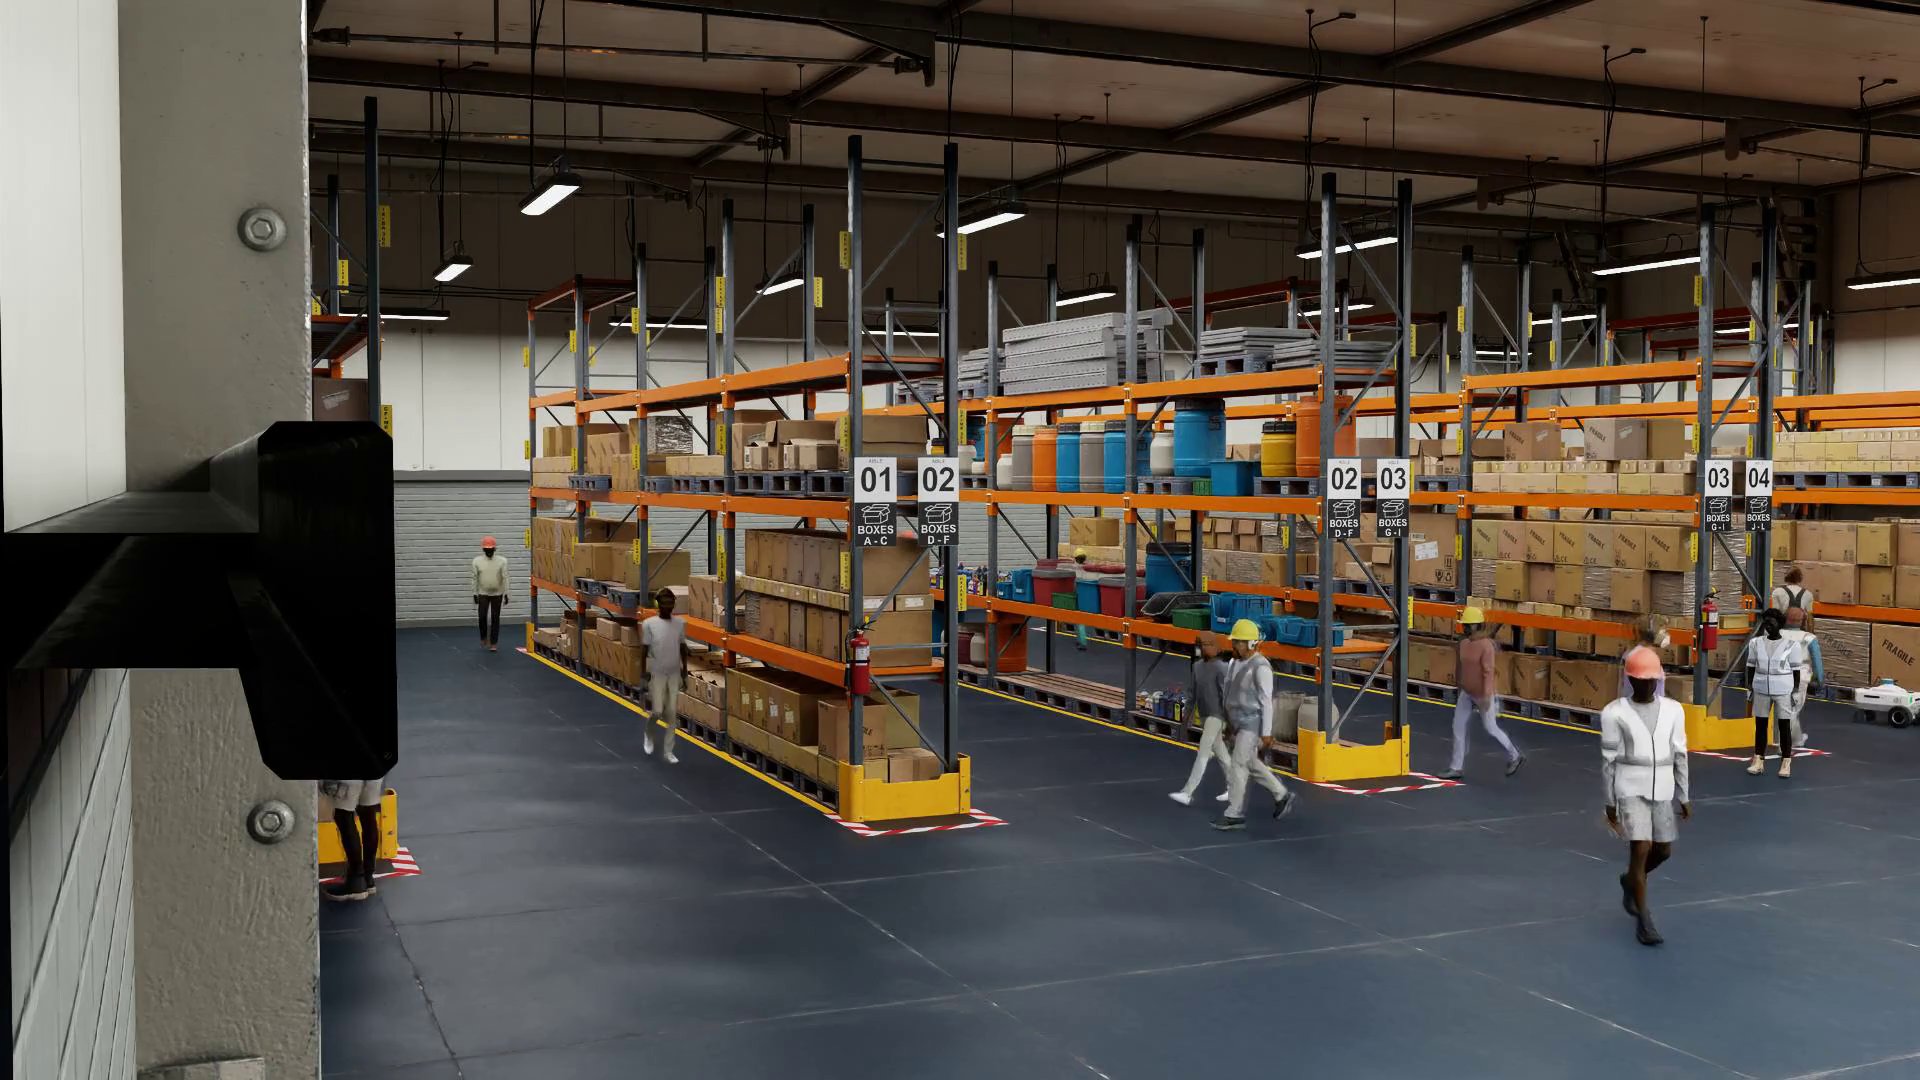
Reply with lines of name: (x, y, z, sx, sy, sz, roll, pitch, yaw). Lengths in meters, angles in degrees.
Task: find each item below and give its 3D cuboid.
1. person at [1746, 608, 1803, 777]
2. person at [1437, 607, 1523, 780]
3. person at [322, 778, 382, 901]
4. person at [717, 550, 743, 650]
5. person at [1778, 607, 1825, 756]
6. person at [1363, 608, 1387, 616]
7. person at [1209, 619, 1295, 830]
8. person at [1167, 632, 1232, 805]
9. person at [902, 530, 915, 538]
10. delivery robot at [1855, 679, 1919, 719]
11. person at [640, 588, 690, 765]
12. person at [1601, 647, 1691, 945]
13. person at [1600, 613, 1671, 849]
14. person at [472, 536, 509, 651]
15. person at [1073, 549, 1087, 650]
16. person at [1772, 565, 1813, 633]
person: (8.190, 1.530, 18.047, 0.540, 1.695, 0.316, 2, 3, 43)
person: (5.232, 1.521, 17.935, 0.875, 1.730, 0.533, -1, 2, -22)
person: (-4.349, 1.605, 12.946, 0.383, 1.946, 0.646, 1, 2, 15)
person: (-3.561, 1.086, 27.455, 0.605, 1.864, 1.020, -1, 2, -24)
person: (9.090, 1.525, 19.438, 0.867, 1.586, 0.544, -2, 3, -39)
person: (6.986, 1.008, 30.360, 0.594, 1.811, 0.820, -1, 2, -27)
person: (2.553, 1.576, 15.522, 0.821, 1.810, 0.602, -1, 2, -16)
person: (2.271, 1.644, 16.550, 0.867, 1.584, 0.520, -1, 2, -25)
person: (-1.087, 0.758, 35.271, 0.487, 1.923, 0.579, -2, 3, -42)
delivery robot: (11.247, 1.928, 21.705, 0.477, 0.478, 0.707, -2, 3, -38)
person: (-3.126, 1.425, 18.955, 0.509, 1.847, 0.497, -1, 3, -31)
person: (4.529, 1.657, 11.917, 0.549, 1.917, 0.808, 0, 2, -2)
person: (5.538, 1.553, 14.520, 0.465, 1.927, 0.628, 1, 2, 19)
person: (-8.012, 0.913, 30.589, 0.609, 1.970, 0.438, -1, 2, -16)
person: (2.034, 1.018, 30.963, 0.536, 1.724, 0.871, -1, 2, -20)
person: (10.940, 1.246, 23.634, 0.569, 1.835, 0.432, 0, 2, 6)
